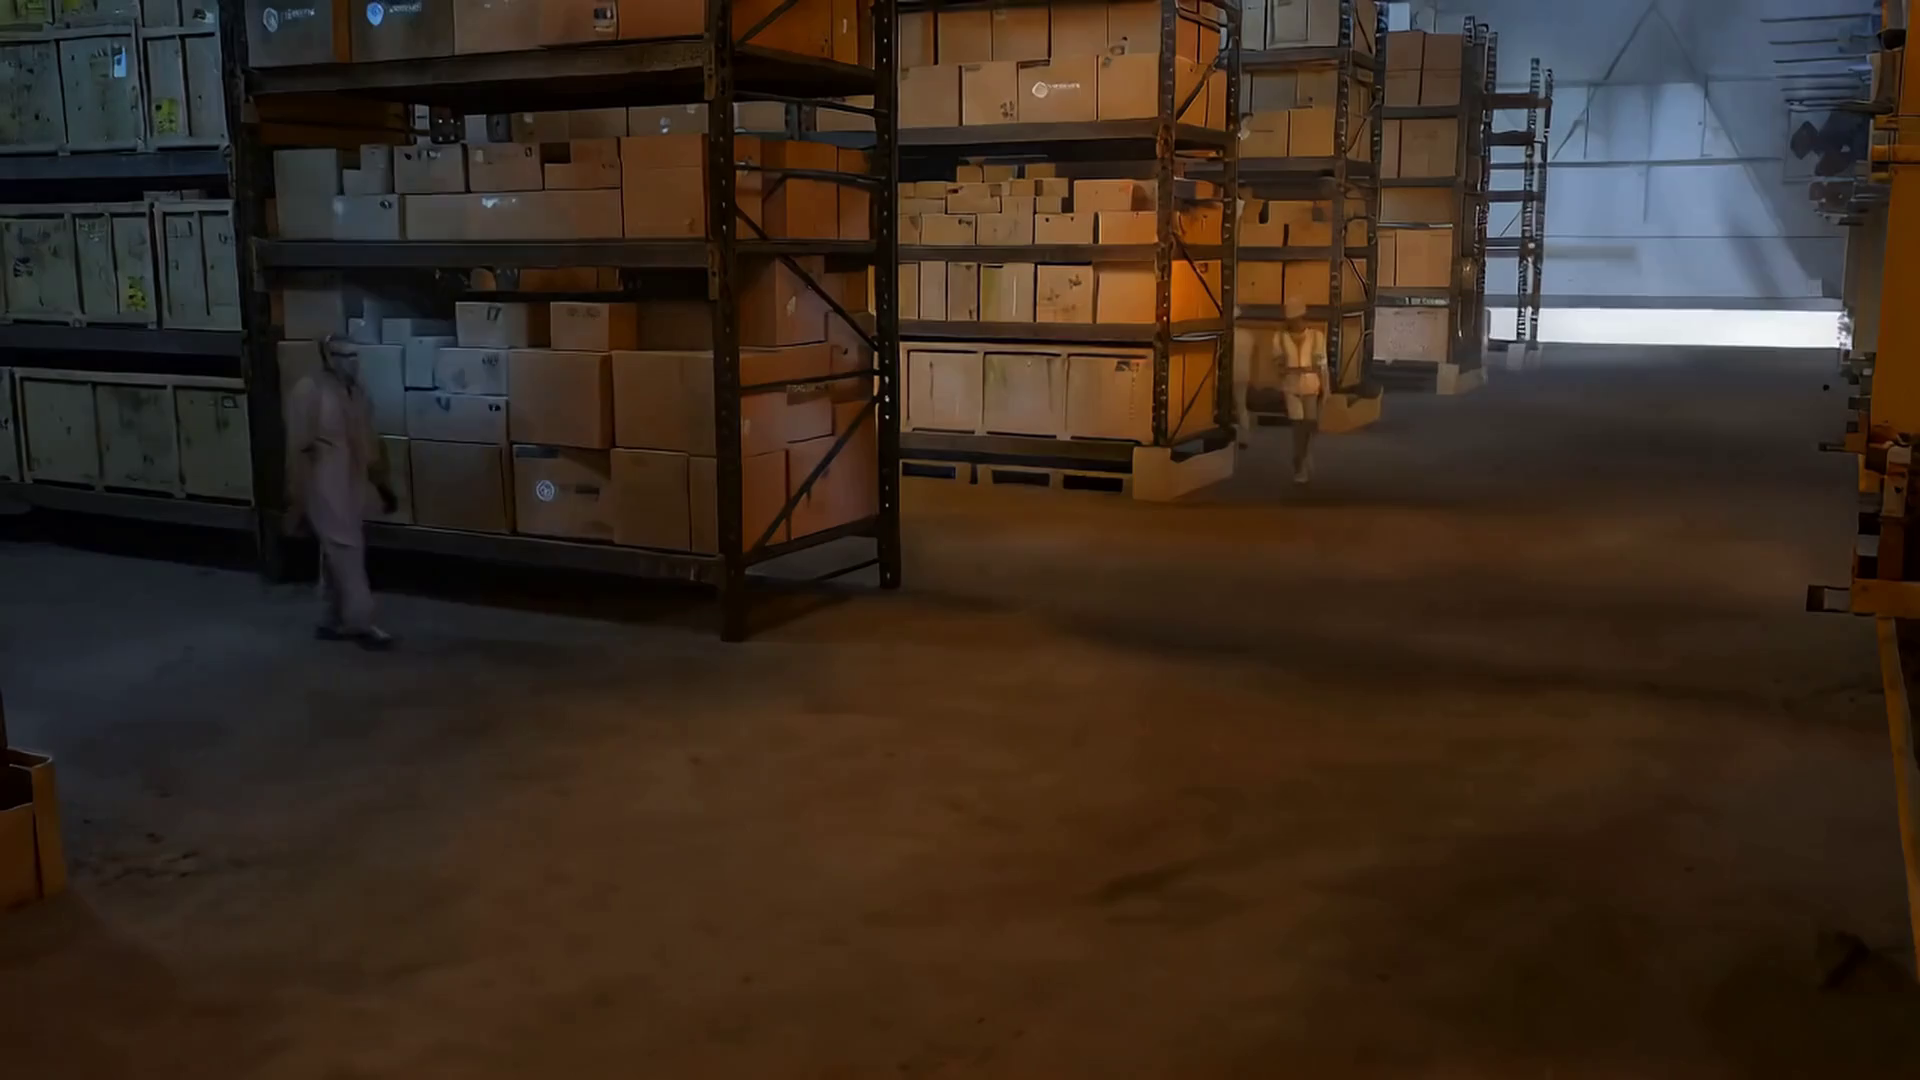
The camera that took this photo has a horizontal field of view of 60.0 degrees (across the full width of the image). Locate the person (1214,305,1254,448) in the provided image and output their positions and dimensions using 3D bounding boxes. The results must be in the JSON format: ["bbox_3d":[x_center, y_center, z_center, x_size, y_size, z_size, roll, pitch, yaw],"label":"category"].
[{"bbox_3d":[3.239,-1.977,20.057,0.596,1.705,0.869,-5,11,-26],"label":"person"}]

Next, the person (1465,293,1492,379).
[{"bbox_3d":[9.570,-3.761,30.642,0.548,1.617,0.610,-1,10,-4],"label":"person"}]

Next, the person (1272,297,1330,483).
[{"bbox_3d":[3.519,-1.569,17.198,0.586,1.895,0.837,2,10,11],"label":"person"}]

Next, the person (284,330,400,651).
[{"bbox_3d":[-3.531,-0.285,9.776,0.814,1.876,0.680,3,10,17],"label":"person"}]
